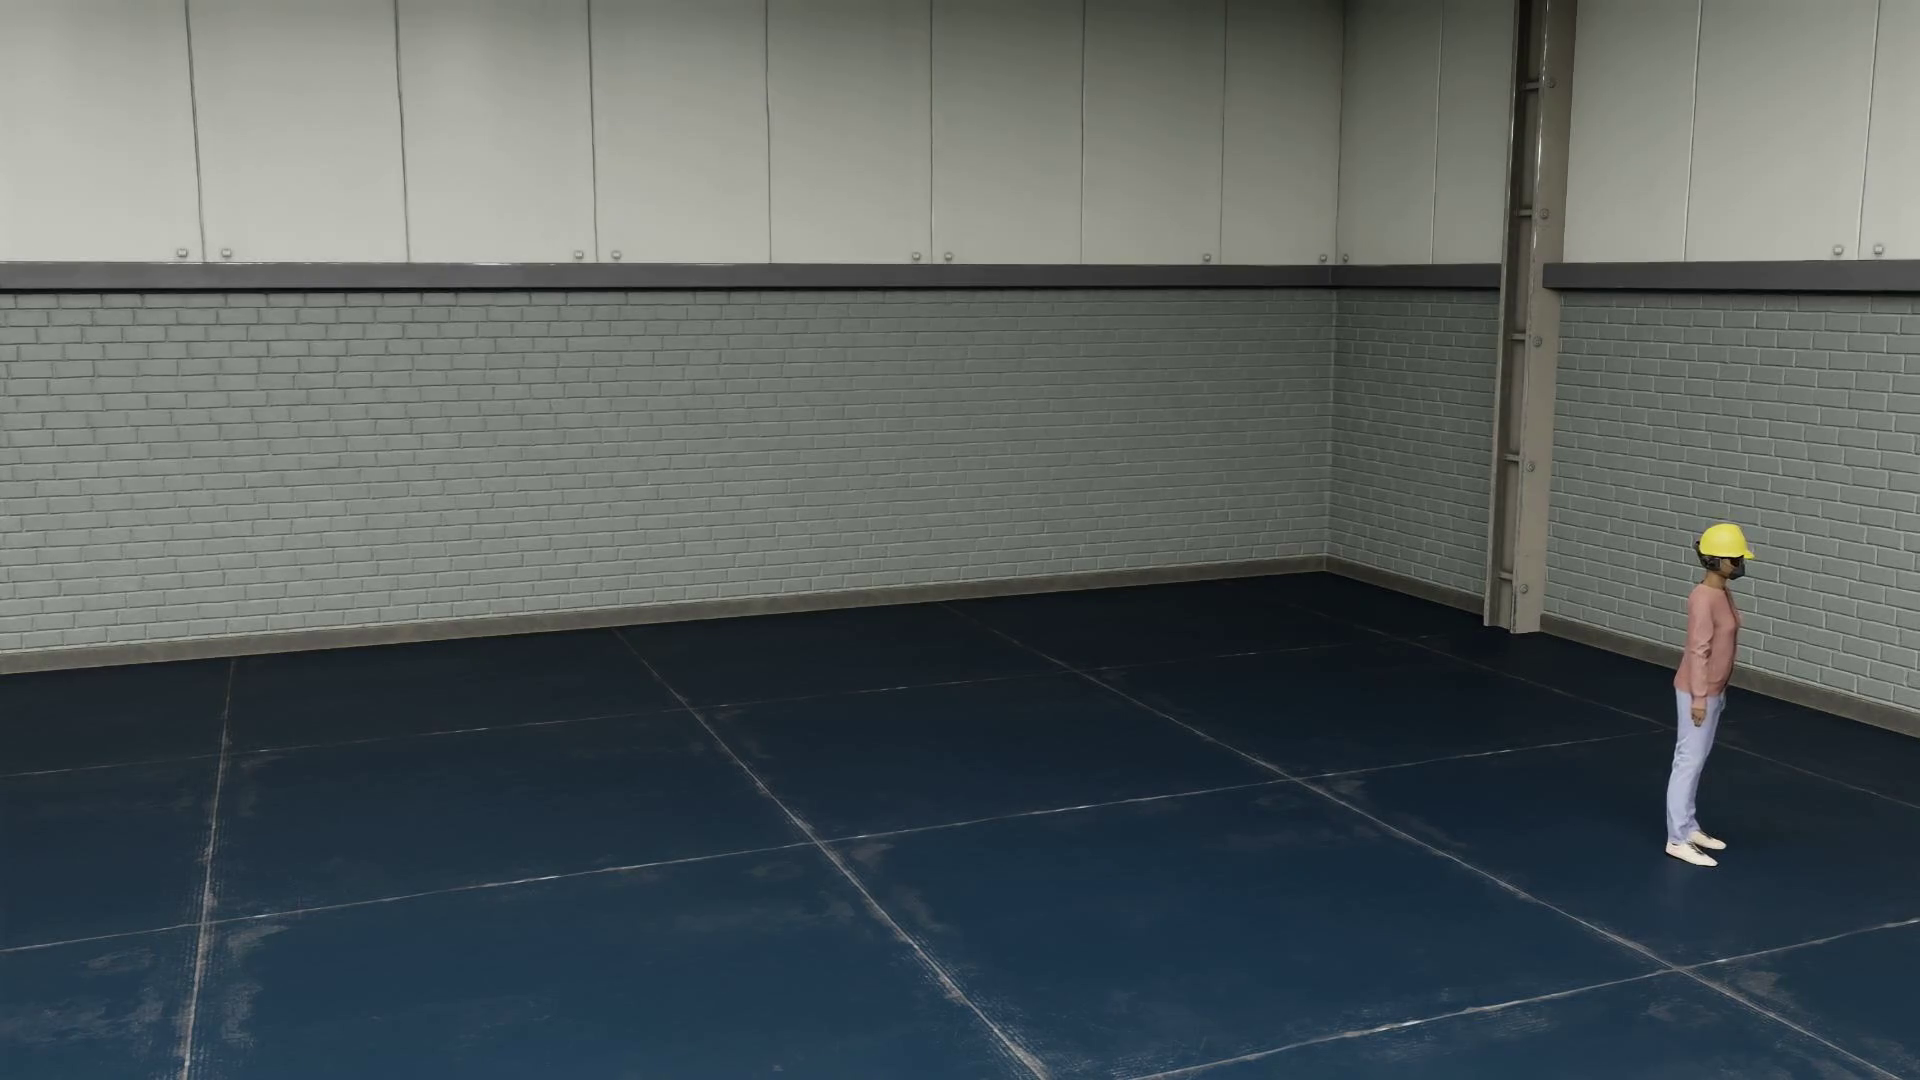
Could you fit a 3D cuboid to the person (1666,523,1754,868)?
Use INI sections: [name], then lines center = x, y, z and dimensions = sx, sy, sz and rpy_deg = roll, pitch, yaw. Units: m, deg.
[person]
center = 3.891, 0.787, 8.635
dimensions = 0.330, 1.768, 0.526
rpy_deg = 6, 11, 34
